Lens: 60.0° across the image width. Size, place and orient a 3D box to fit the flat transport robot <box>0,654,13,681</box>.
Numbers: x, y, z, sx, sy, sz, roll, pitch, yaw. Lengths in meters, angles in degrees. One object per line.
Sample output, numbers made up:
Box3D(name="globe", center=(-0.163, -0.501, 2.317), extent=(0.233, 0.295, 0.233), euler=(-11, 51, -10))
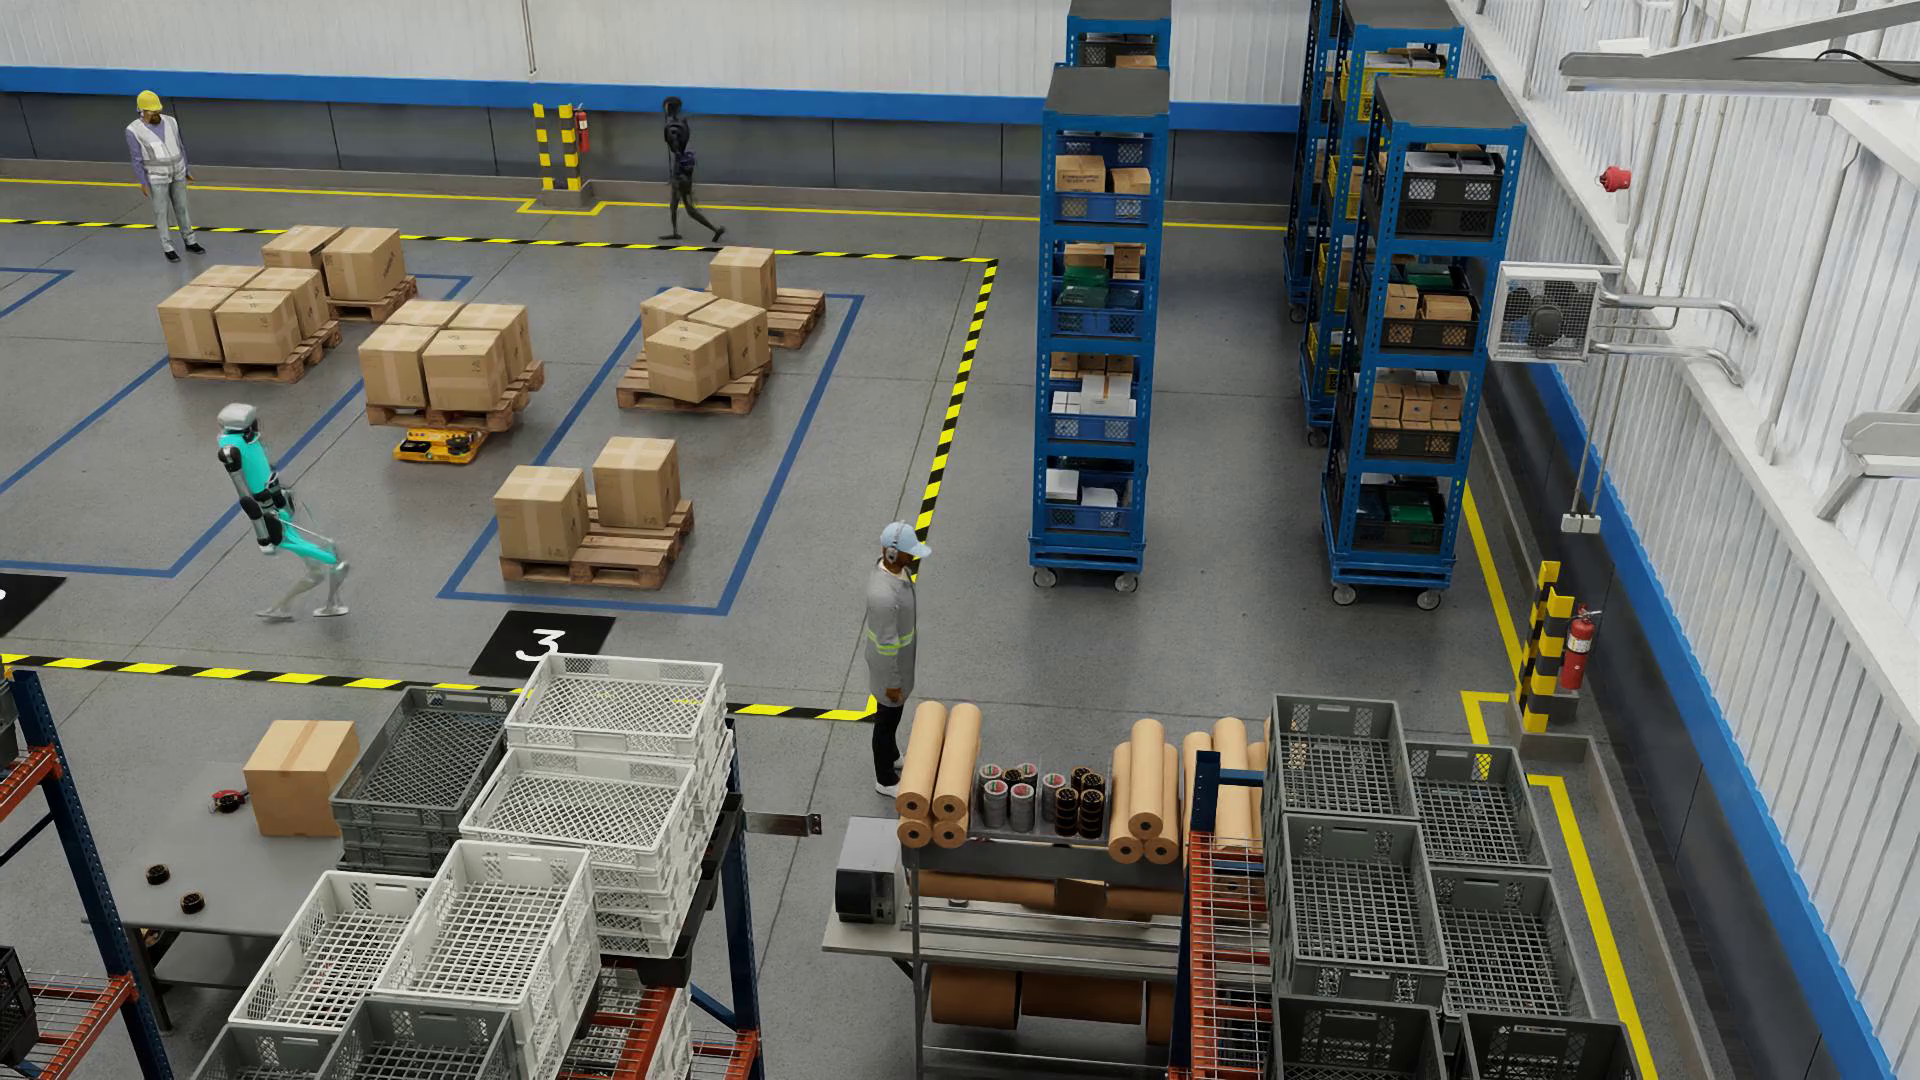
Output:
Box3D(name="flat transport robot", center=(-7.142, 0.969, 11.010), extent=(1.431, 0.231, 0.659), euler=(3, 30, 6))

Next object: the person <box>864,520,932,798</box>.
Box3D(name="person", center=(-0.363, 0.701, 9.900), extent=(0.398, 1.848, 0.587), euler=(2, 30, 3))

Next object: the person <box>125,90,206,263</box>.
Box3D(name="person", center=(-8.520, -3.910, 17.837), extent=(0.404, 1.827, 0.600), euler=(19, 35, 30))

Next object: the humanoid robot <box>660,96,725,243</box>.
Box3D(name="humanoid robot", center=(-3.001, -4.063, 18.306), extent=(0.745, 1.646, 0.613), euler=(-2, 30, -3))

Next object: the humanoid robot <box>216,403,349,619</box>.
Box3D(name="humanoid robot", center=(-4.572, -0.128, 11.437), extent=(0.899, 1.769, 0.545), euler=(-3, 30, -5))

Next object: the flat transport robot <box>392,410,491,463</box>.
Box3D(name="flat transport robot", center=(-4.362, -1.092, 14.521), extent=(0.652, 0.197, 1.431), euler=(3, 30, 6))
